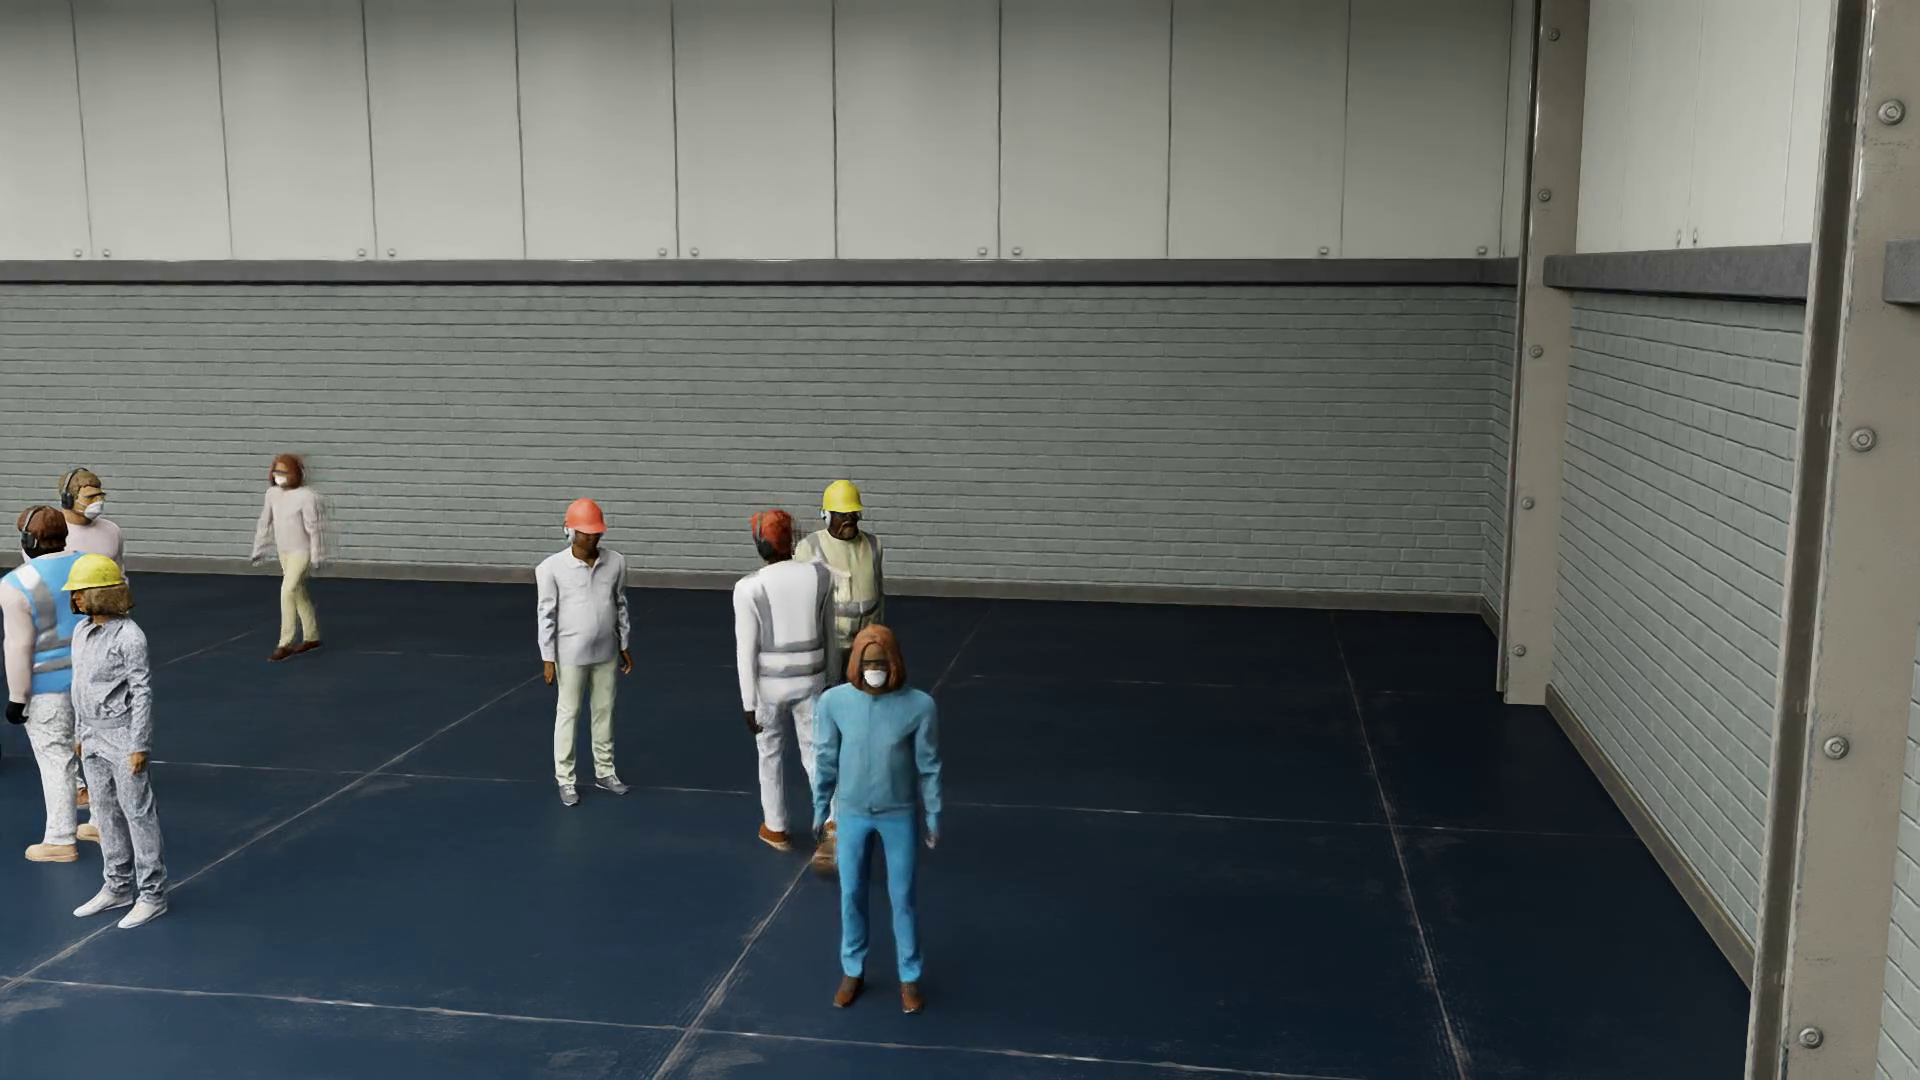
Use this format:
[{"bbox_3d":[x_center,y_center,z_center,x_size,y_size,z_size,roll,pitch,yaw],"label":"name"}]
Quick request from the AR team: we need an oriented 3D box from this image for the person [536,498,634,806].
[{"bbox_3d":[-2.125,0.627,9.519,0.575,1.747,0.341,-8,12,-39],"label":"person"}]

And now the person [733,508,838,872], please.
[{"bbox_3d":[-0.850,0.757,8.458,0.570,1.848,0.888,-4,10,-23],"label":"person"}]

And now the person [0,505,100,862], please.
[{"bbox_3d":[-4.655,0.735,8.578,0.430,1.845,0.623,3,10,20],"label":"person"}]

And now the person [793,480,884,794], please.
[{"bbox_3d":[-0.679,0.557,9.703,0.591,1.833,0.403,-7,11,-35],"label":"person"}]

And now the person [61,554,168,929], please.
[{"bbox_3d":[-3.945,0.924,7.712,0.493,1.743,0.295,5,10,28],"label":"person"}]

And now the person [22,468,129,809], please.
[{"bbox_3d":[-4.970,0.550,9.455,0.375,1.933,0.625,3,10,19],"label":"person"}]

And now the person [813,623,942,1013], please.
[{"bbox_3d":[-0.339,1.134,6.794,0.526,1.625,0.302,1,9,8],"label":"person"}]

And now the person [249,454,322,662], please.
[{"bbox_3d":[-5.294,0.137,12.976,0.529,1.610,0.694,6,11,31],"label":"person"}]
